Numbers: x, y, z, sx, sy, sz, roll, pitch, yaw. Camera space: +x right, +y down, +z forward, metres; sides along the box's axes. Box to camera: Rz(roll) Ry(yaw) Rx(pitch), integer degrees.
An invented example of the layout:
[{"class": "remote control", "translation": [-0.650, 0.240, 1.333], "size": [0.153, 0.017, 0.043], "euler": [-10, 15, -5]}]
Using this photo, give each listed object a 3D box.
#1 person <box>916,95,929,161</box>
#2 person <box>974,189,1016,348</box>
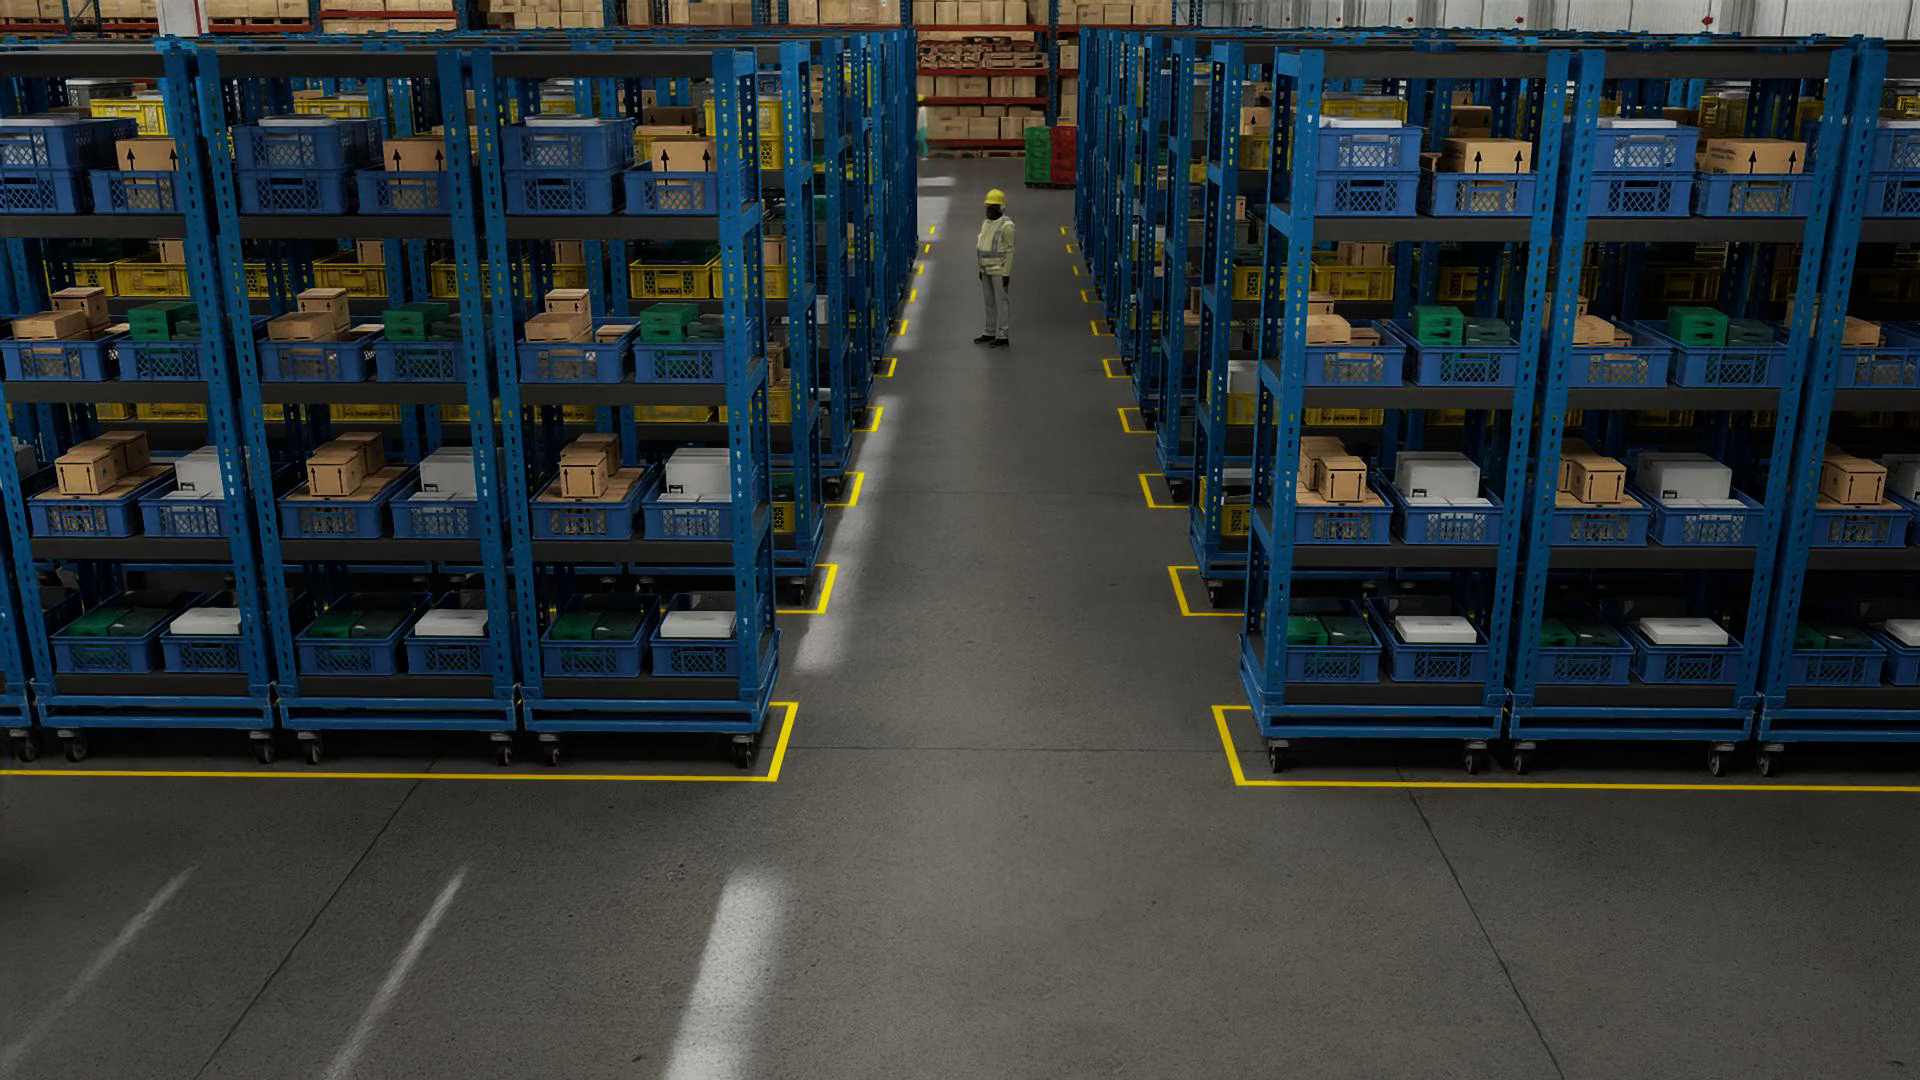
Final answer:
[{"class": "person", "translation": [-1.155, -11.160, 45.051], "size": [0.668, 1.743, 0.553], "euler": [2, 17, 5]}, {"class": "person", "translation": [0.398, -3.177, 19.486], "size": [0.404, 1.831, 0.600], "euler": [-11, 21, -32]}]
